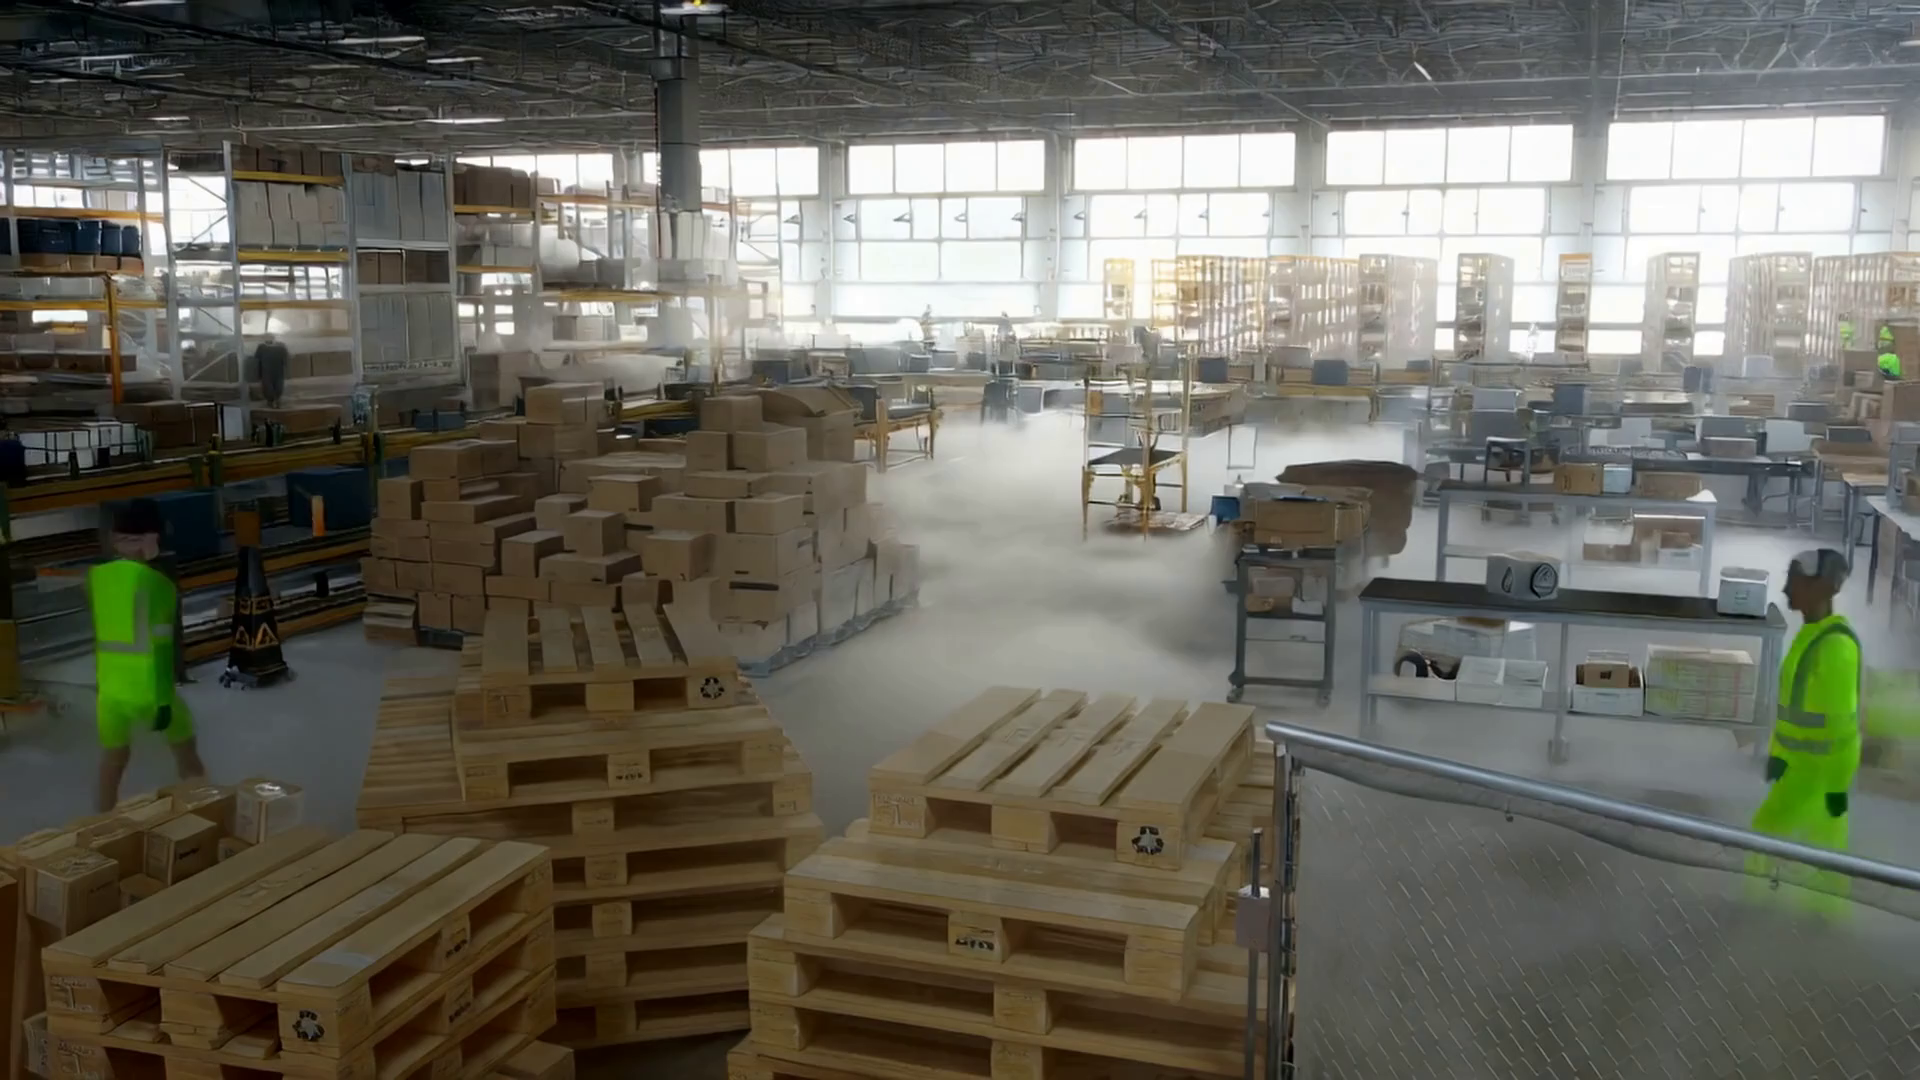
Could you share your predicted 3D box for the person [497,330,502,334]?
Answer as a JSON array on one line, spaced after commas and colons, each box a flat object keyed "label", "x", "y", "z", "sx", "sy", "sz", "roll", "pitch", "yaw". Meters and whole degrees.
[{"label": "person", "x": -11.773, "y": -4.471, "z": 41.979, "sx": 0.669, "sy": 1.656, "sz": 0.347, "roll": 8, "pitch": 12, "yaw": 41}]

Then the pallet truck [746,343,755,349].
[{"label": "pallet truck", "x": -6.183, "y": -4.618, "z": 44.264, "sx": 1.601, "sy": 1.201, "sz": 0.680, "roll": -9, "pitch": 12, "yaw": -43}]

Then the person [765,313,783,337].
[{"label": "person", "x": -5.621, "y": -5.889, "z": 50.109, "sx": 0.625, "sy": 1.920, "sz": 0.906, "roll": 3, "pitch": 10, "yaw": 20}]

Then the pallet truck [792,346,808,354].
[{"label": "pallet truck", "x": -3.705, "y": -4.298, "z": 42.022, "sx": 0.653, "sy": 1.274, "sz": 1.630, "roll": 3, "pitch": 10, "yaw": 20}]

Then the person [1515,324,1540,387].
[{"label": "person", "x": 14.693, "y": -4.696, "z": 42.993, "sx": 0.622, "sy": 1.794, "sz": 0.412, "roll": -5, "pitch": 10, "yaw": -29}]

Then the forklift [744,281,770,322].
[{"label": "forklift", "x": -7.076, "y": -7.602, "z": 57.822, "sx": 1.129, "sy": 2.768, "sz": 1.873, "roll": 3, "pitch": 10, "yaw": 20}]

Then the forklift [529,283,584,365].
[{"label": "forklift", "x": -11.105, "y": -5.554, "z": 44.964, "sx": 1.129, "sy": 2.768, "sz": 1.873, "roll": 3, "pitch": 10, "yaw": 20}]

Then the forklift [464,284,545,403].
[{"label": "forklift", "x": -10.832, "y": -4.702, "z": 39.610, "sx": 1.129, "sy": 2.768, "sz": 1.873, "roll": 3, "pitch": 10, "yaw": 20}]

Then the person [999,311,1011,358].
[{"label": "person", "x": 1.647, "y": -7.528, "z": 60.955, "sx": 0.485, "sy": 1.735, "sz": 0.343, "roll": -4, "pitch": 10, "yaw": -26}]

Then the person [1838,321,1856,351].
[{"label": "person", "x": 20.479, "y": -4.084, "z": 38.581, "sx": 0.614, "sy": 1.973, "sz": 0.616, "roll": 5, "pitch": 10, "yaw": 27}]

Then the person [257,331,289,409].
[{"label": "person", "x": -14.052, "y": -3.321, "z": 33.990, "sx": 0.651, "sy": 1.906, "sz": 0.403, "roll": 1, "pitch": 9, "yaw": 3}]

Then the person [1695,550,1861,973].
[{"label": "person", "x": 3.591, "y": 0.959, "z": 7.262, "sx": 0.792, "sy": 1.851, "sz": 0.596, "roll": 4, "pitch": 10, "yaw": 22}]

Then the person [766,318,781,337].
[{"label": "person", "x": -5.494, "y": -5.566, "z": 48.432, "sx": 0.894, "sy": 1.788, "sz": 0.608, "roll": 4, "pitch": 10, "yaw": 23}]

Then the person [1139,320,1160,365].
[{"label": "person", "x": 5.039, "y": -4.941, "z": 44.342, "sx": 0.564, "sy": 1.848, "sz": 0.390, "roll": 0, "pitch": 9, "yaw": -1}]

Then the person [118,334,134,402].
[{"label": "person", "x": -19.966, "y": -4.090, "z": 39.670, "sx": 0.278, "sy": 1.633, "sz": 0.498, "roll": 6, "pitch": 11, "yaw": 32}]

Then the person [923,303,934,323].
[{"label": "person", "x": -1.174, "y": -8.390, "z": 65.763, "sx": 0.480, "sy": 1.921, "sz": 0.579, "roll": 8, "pitch": 12, "yaw": 42}]

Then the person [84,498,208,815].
[{"label": "person", "x": -4.200, "y": 0.718, "z": 8.680, "sx": 0.549, "sy": 1.891, "sz": 0.963, "roll": 2, "pitch": 9, "yaw": 15}]

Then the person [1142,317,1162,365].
[{"label": "person", "x": 5.333, "y": -5.302, "z": 46.560, "sx": 0.652, "sy": 1.875, "sz": 0.873, "roll": -4, "pitch": 10, "yaw": -22}]
